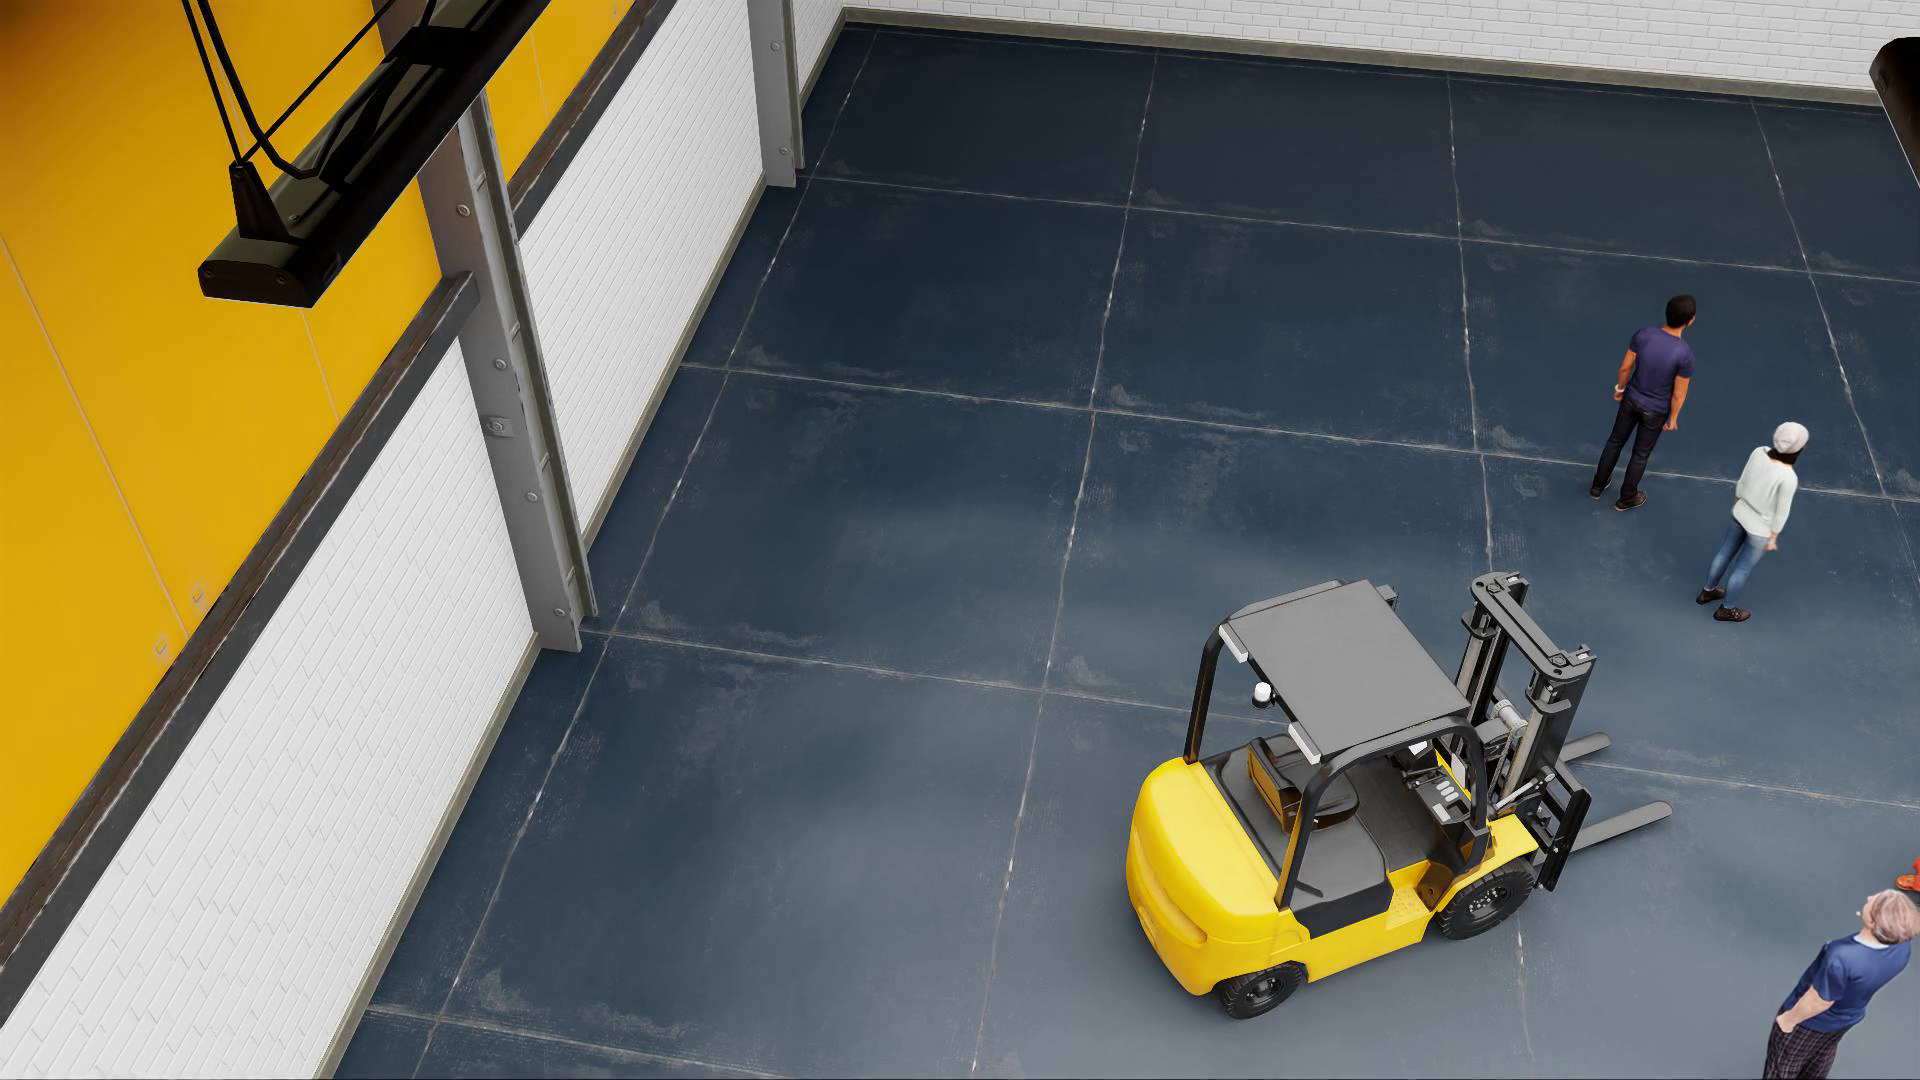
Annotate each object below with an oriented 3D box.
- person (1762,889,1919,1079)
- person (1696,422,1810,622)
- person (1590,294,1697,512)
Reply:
[{"bbox_3d":[4.333,2.339,8.317,0.735,1.871,0.725,-15,46,-15],"label":"person"},{"bbox_3d":[5.297,-0.136,11.079,0.702,1.644,0.579,-12,45,-12],"label":"person"},{"bbox_3d":[4.883,-0.980,11.859,0.738,1.790,0.720,-33,53,-30],"label":"person"}]
